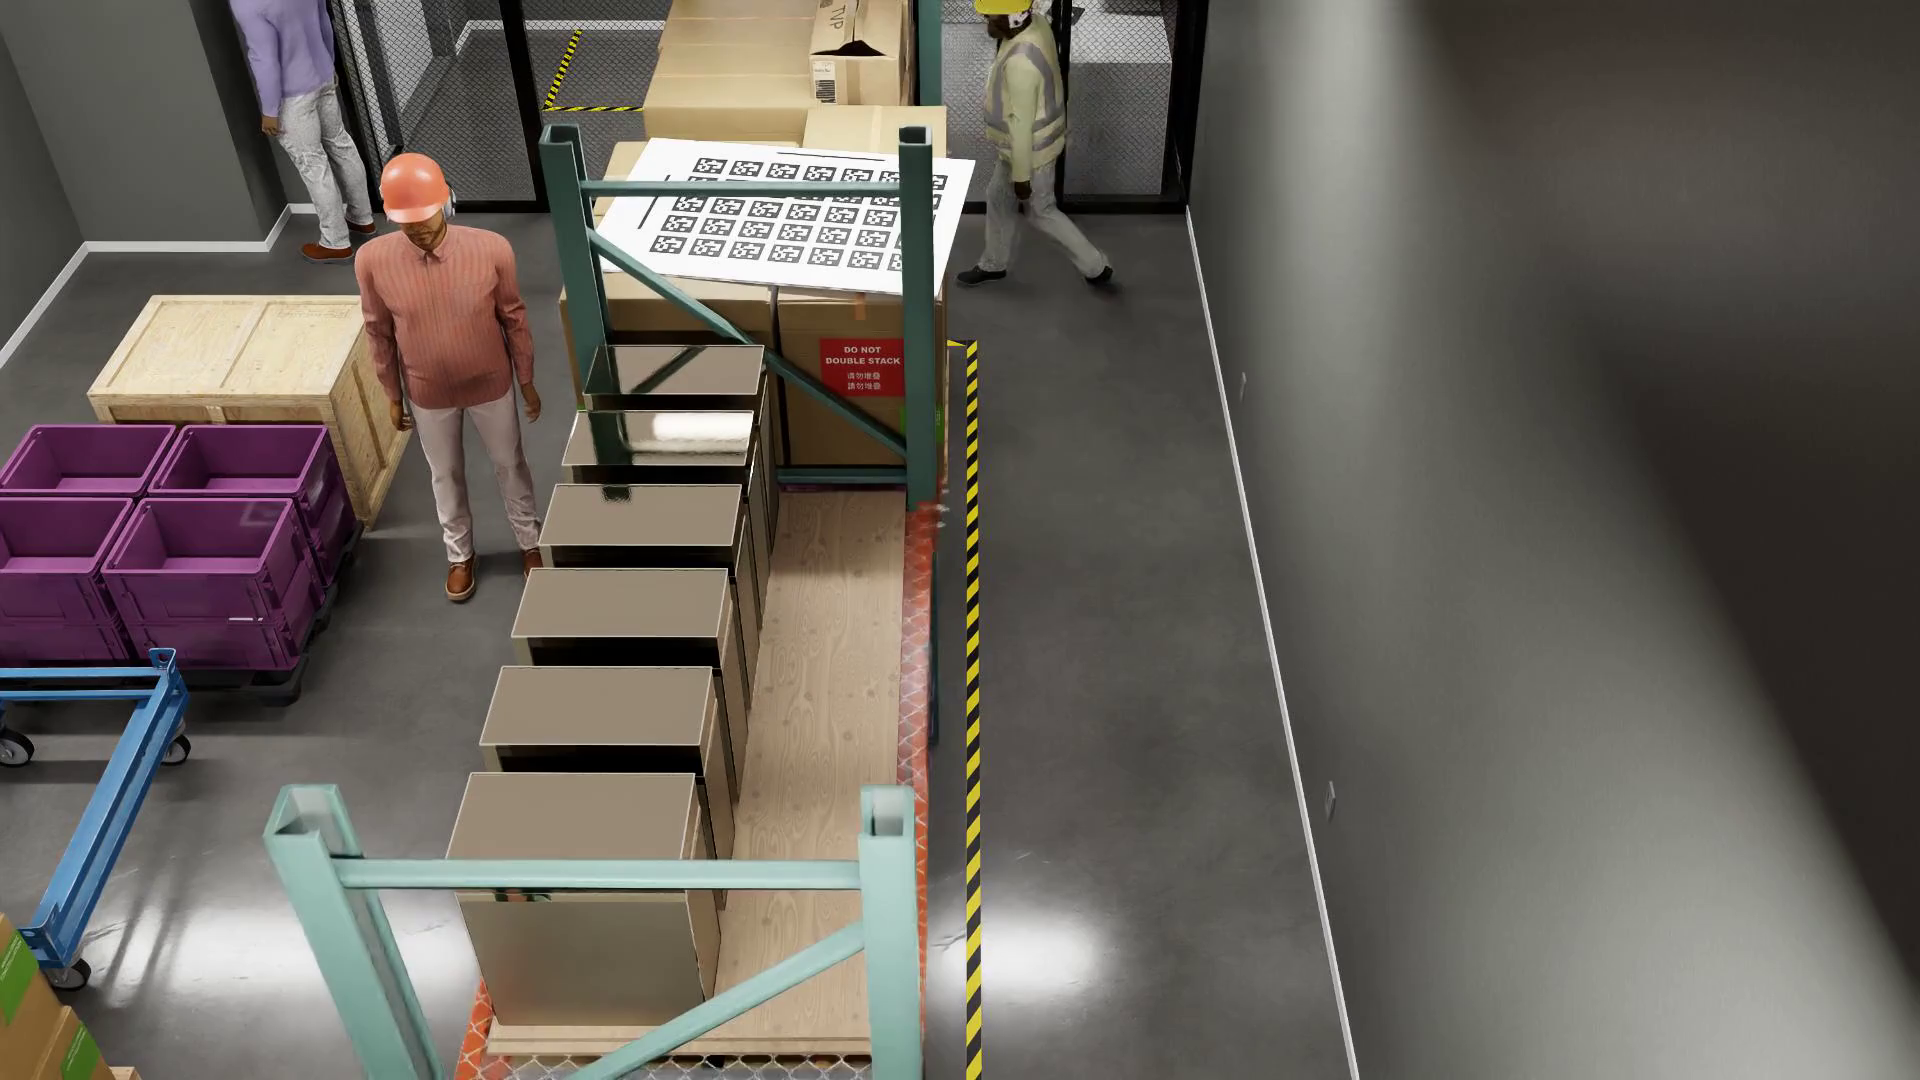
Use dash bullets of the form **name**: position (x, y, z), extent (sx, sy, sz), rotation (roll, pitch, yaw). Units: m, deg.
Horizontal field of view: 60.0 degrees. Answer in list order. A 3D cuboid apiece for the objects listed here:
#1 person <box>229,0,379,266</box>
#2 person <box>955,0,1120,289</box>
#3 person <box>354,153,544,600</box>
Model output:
- **person**: position (-3.405, -2.342, 8.562), extent (0.358, 1.938, 0.636), rotation (10, 42, 12)
- **person**: position (0.419, -1.997, 8.292), extent (0.827, 1.787, 0.627), rotation (2, 41, 3)
- **person**: position (-1.968, -0.615, 6.546), extent (0.609, 1.996, 0.379), rotation (-9, 42, -10)
